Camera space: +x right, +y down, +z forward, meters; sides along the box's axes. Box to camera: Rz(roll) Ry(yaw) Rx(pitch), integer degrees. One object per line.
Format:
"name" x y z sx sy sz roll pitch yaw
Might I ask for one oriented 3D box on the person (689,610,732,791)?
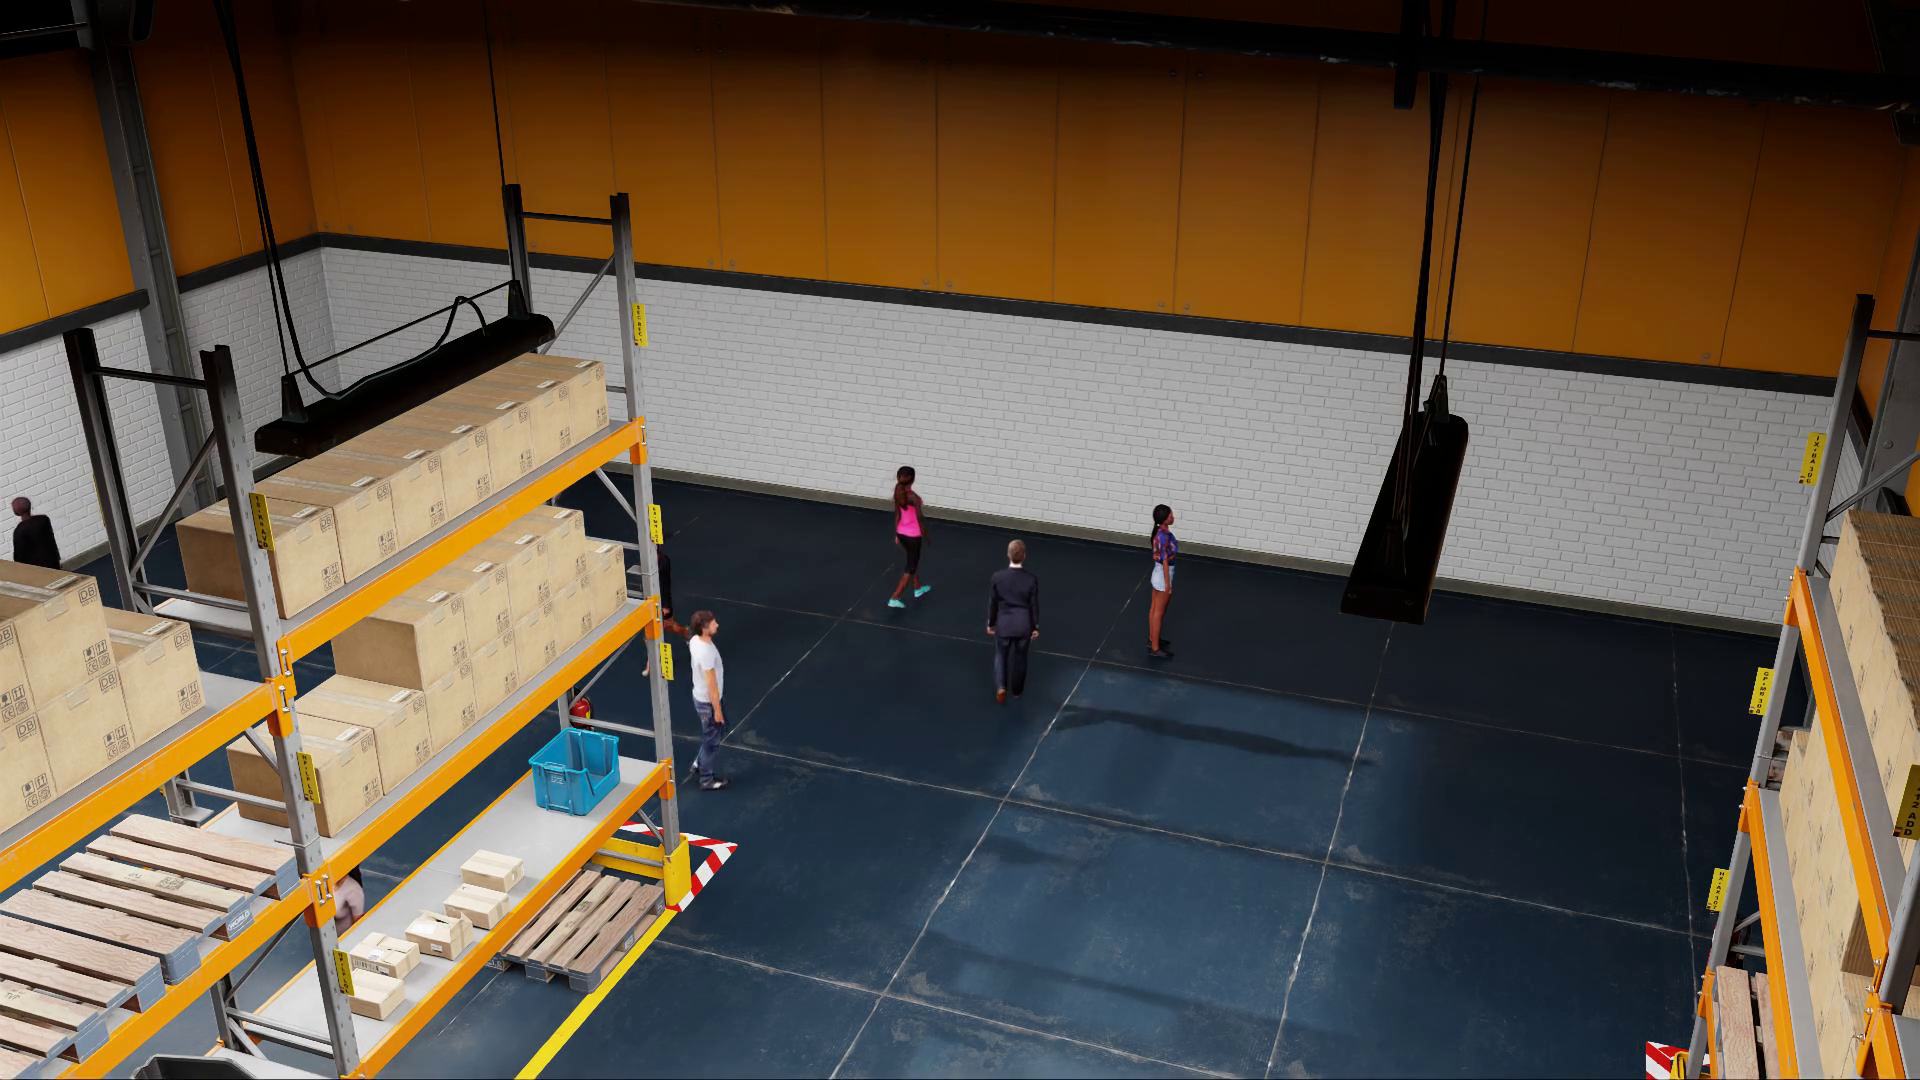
"person" -2.426 1.511 15.473 0.868 1.856 0.801 -9 25 -19

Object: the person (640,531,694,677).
"person" -3.168 0.654 17.723 0.714 1.622 0.991 16 28 33

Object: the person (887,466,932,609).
"person" -0.620 -0.005 19.138 1.070 1.698 0.863 -20 30 -38

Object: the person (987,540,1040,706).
"person" 0.538 0.875 16.998 0.787 1.798 0.994 4 24 9

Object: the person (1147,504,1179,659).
"person" 2.193 0.424 18.102 0.713 1.741 0.569 0 24 0

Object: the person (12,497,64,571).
"person" -10.029 0.343 18.275 0.760 1.751 0.592 6 24 13
